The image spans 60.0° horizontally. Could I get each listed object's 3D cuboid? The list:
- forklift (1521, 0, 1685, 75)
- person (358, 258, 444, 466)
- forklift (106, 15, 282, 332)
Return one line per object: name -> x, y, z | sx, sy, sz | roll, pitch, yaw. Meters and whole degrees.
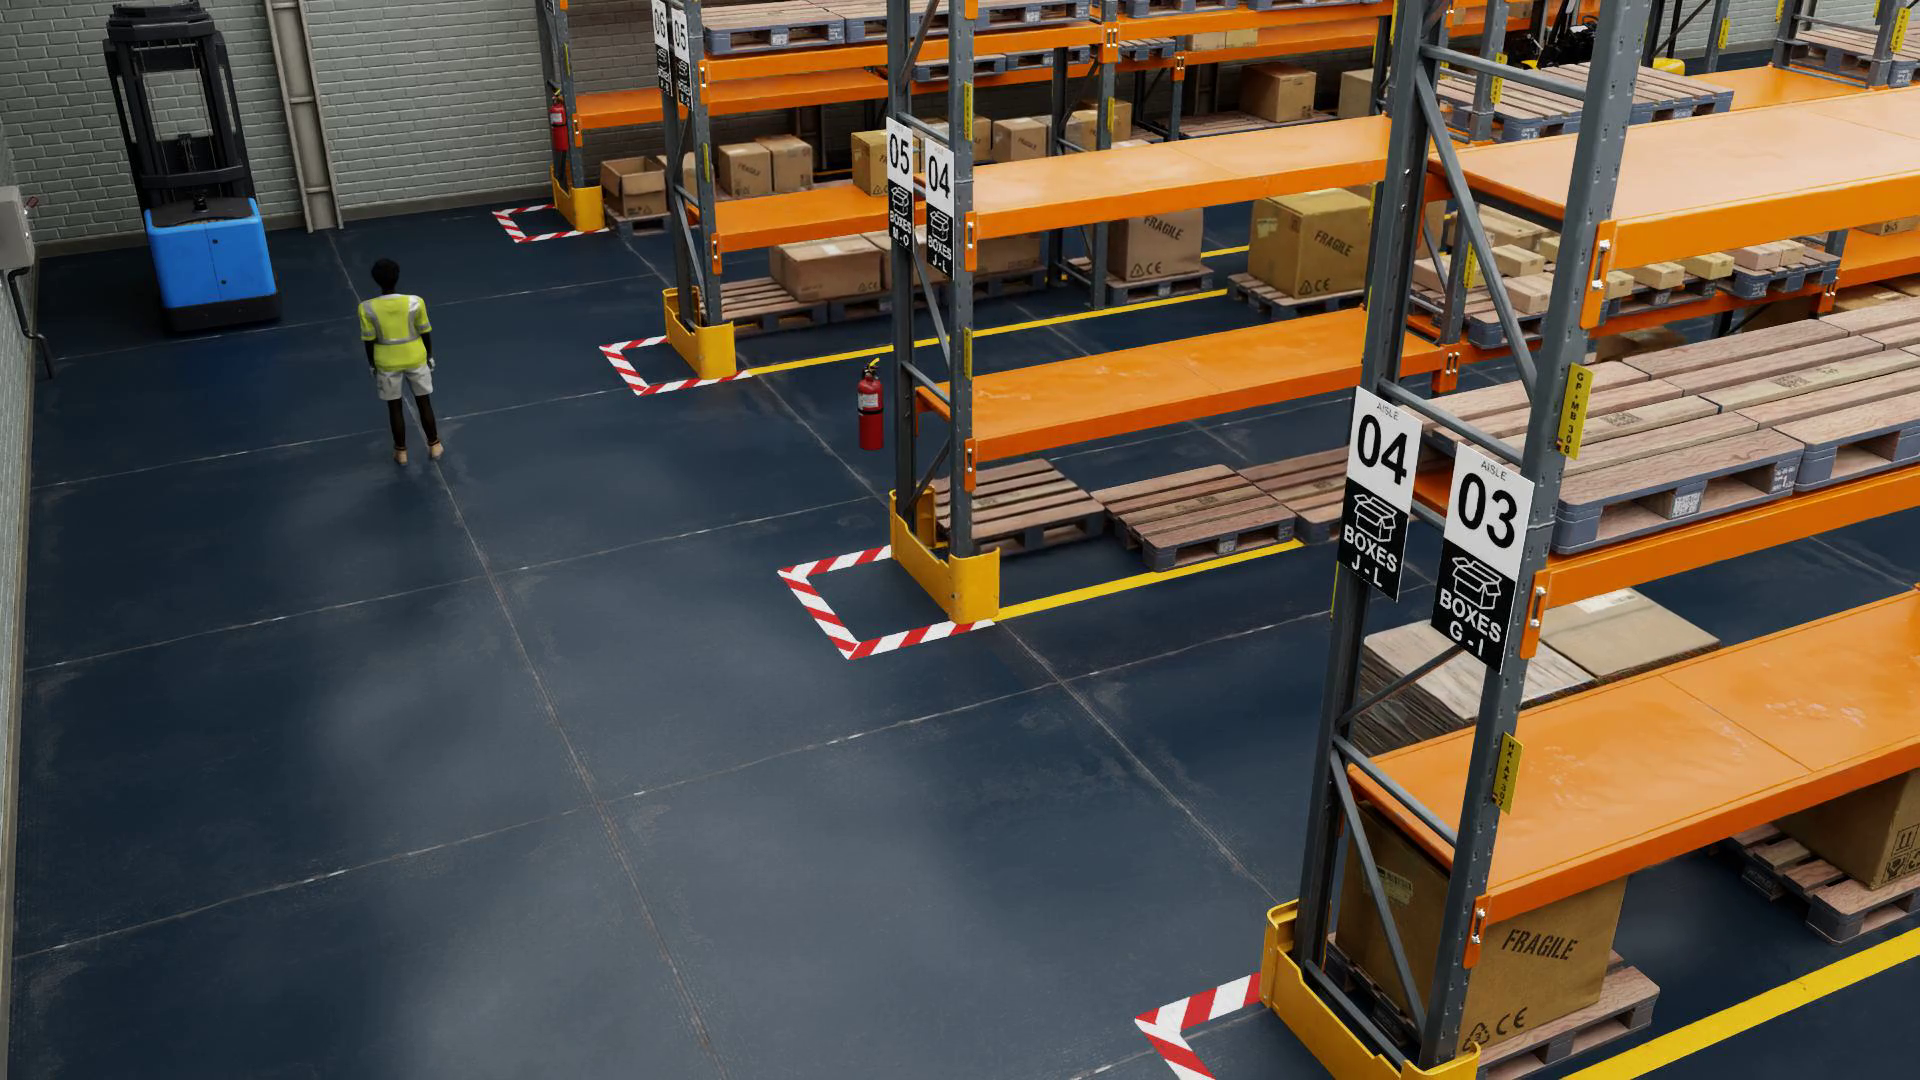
forklift -> 8.950, -6.807, 23.056 | 1.214, 2.155, 2.313 | -12, 30, -22
person -> -4.457, -1.418, 13.262 | 0.538, 1.697, 0.318 | -10, 29, -19
forklift -> -7.548, -3.672, 16.323 | 1.129, 2.768, 1.873 | -12, 30, -22
